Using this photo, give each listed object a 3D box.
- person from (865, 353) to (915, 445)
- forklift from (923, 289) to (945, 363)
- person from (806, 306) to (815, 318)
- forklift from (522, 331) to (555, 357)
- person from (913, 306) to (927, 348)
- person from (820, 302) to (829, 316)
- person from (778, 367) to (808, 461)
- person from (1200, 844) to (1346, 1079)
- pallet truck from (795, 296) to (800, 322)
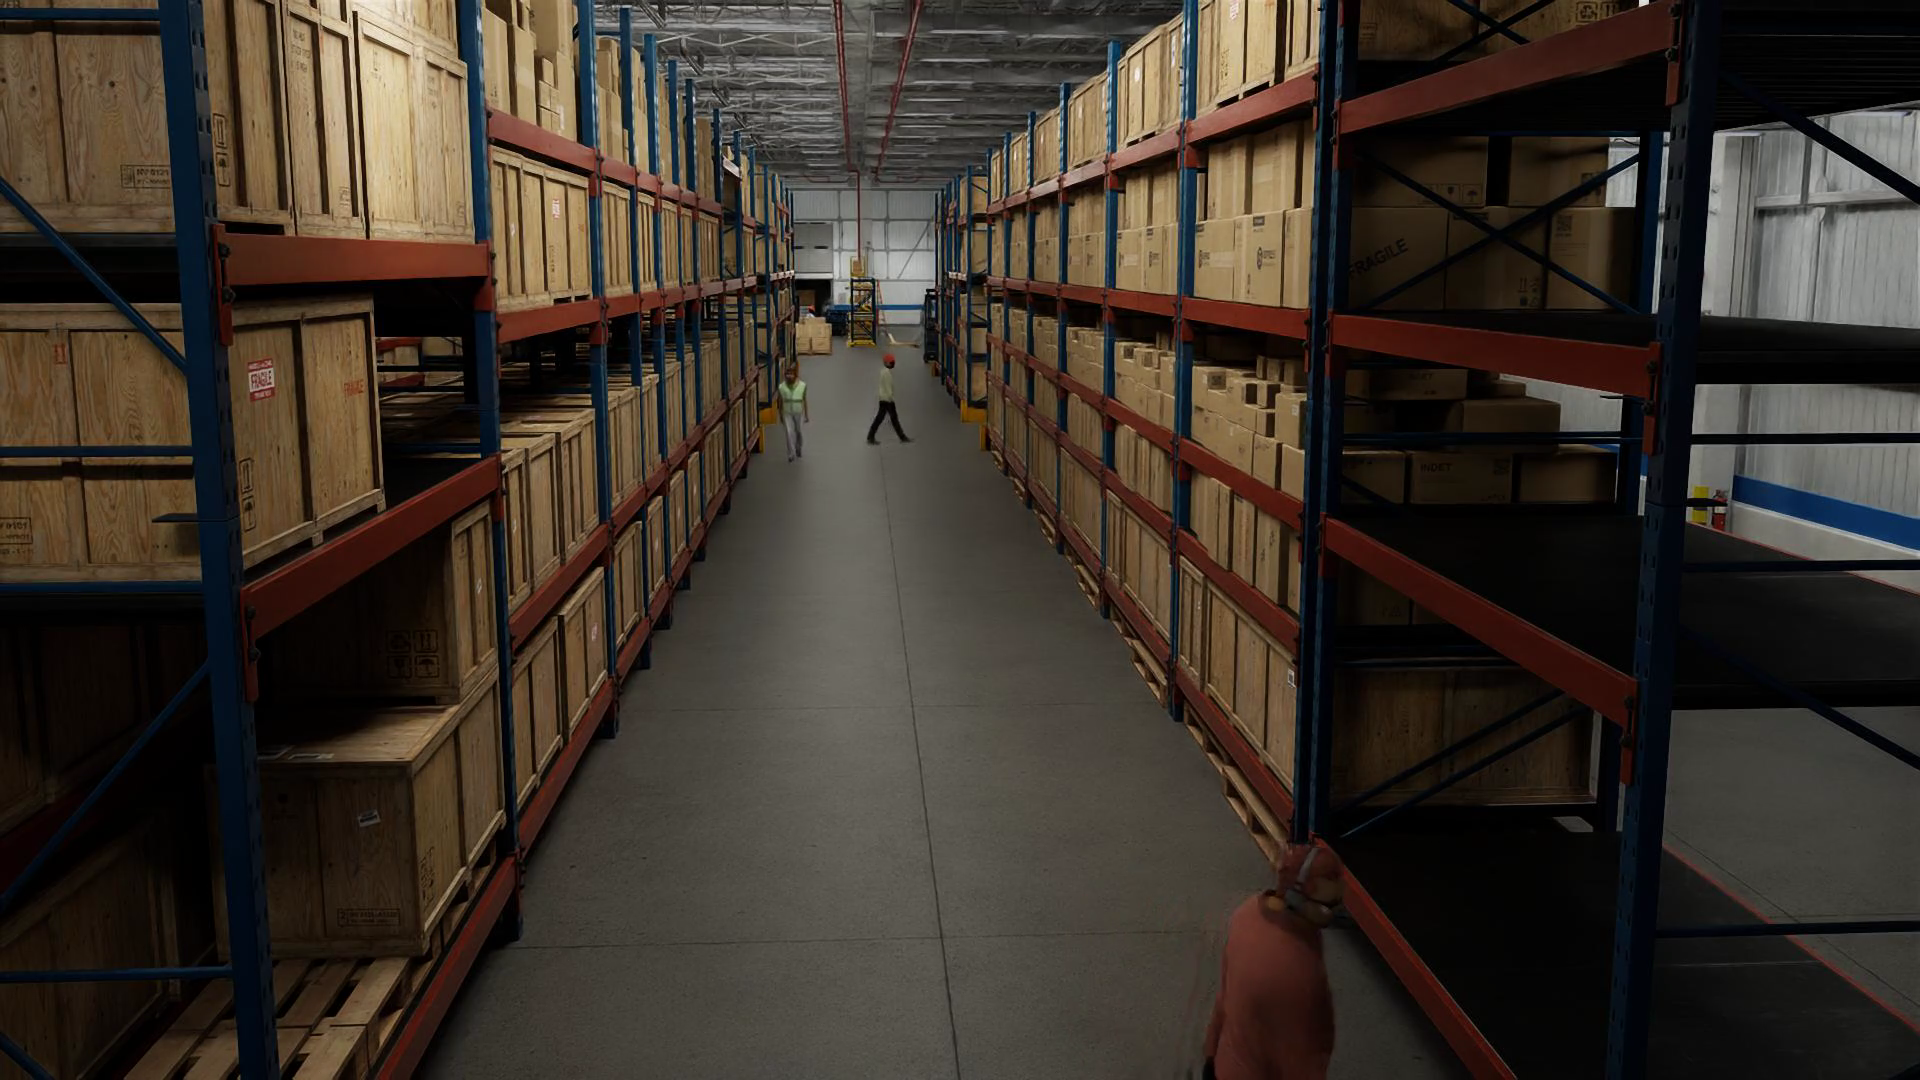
[{"bbox_3d":[-1.515,-2.944,34.886,1.049,1.941,0.633,0,10,-3],"label":"person"},{"bbox_3d":[-0.817,-8.141,63.099,1.129,2.768,1.873,-1,10,-3],"label":"forklift"},{"bbox_3d":[-6.522,-9.286,72.795,0.388,1.930,0.544,-7,12,-37],"label":"person"},{"bbox_3d":[-9.188,-3.716,36.662,1.129,2.768,1.873,5,11,30],"label":"forklift"},{"bbox_3d":[-1.651,-9.522,74.302,0.988,1.900,0.648,-2,10,-12],"label":"person"},{"bbox_3d":[-7.595,-12.716,94.236,0.510,1.602,0.825,9,13,43],"label":"person"},{"bbox_3d":[-3.234,-2.449,32.245,0.584,1.825,0.581,-1,10,-4],"label":"person"},{"bbox_3d":[1.073,1.949,5.850,0.518,1.867,0.665,0,10,0],"label":"person"},{"bbox_3d":[-8.622,-12.439,91.403,1.885,1.965,0.823,2,10,13],"label":"pallet truck"}]
